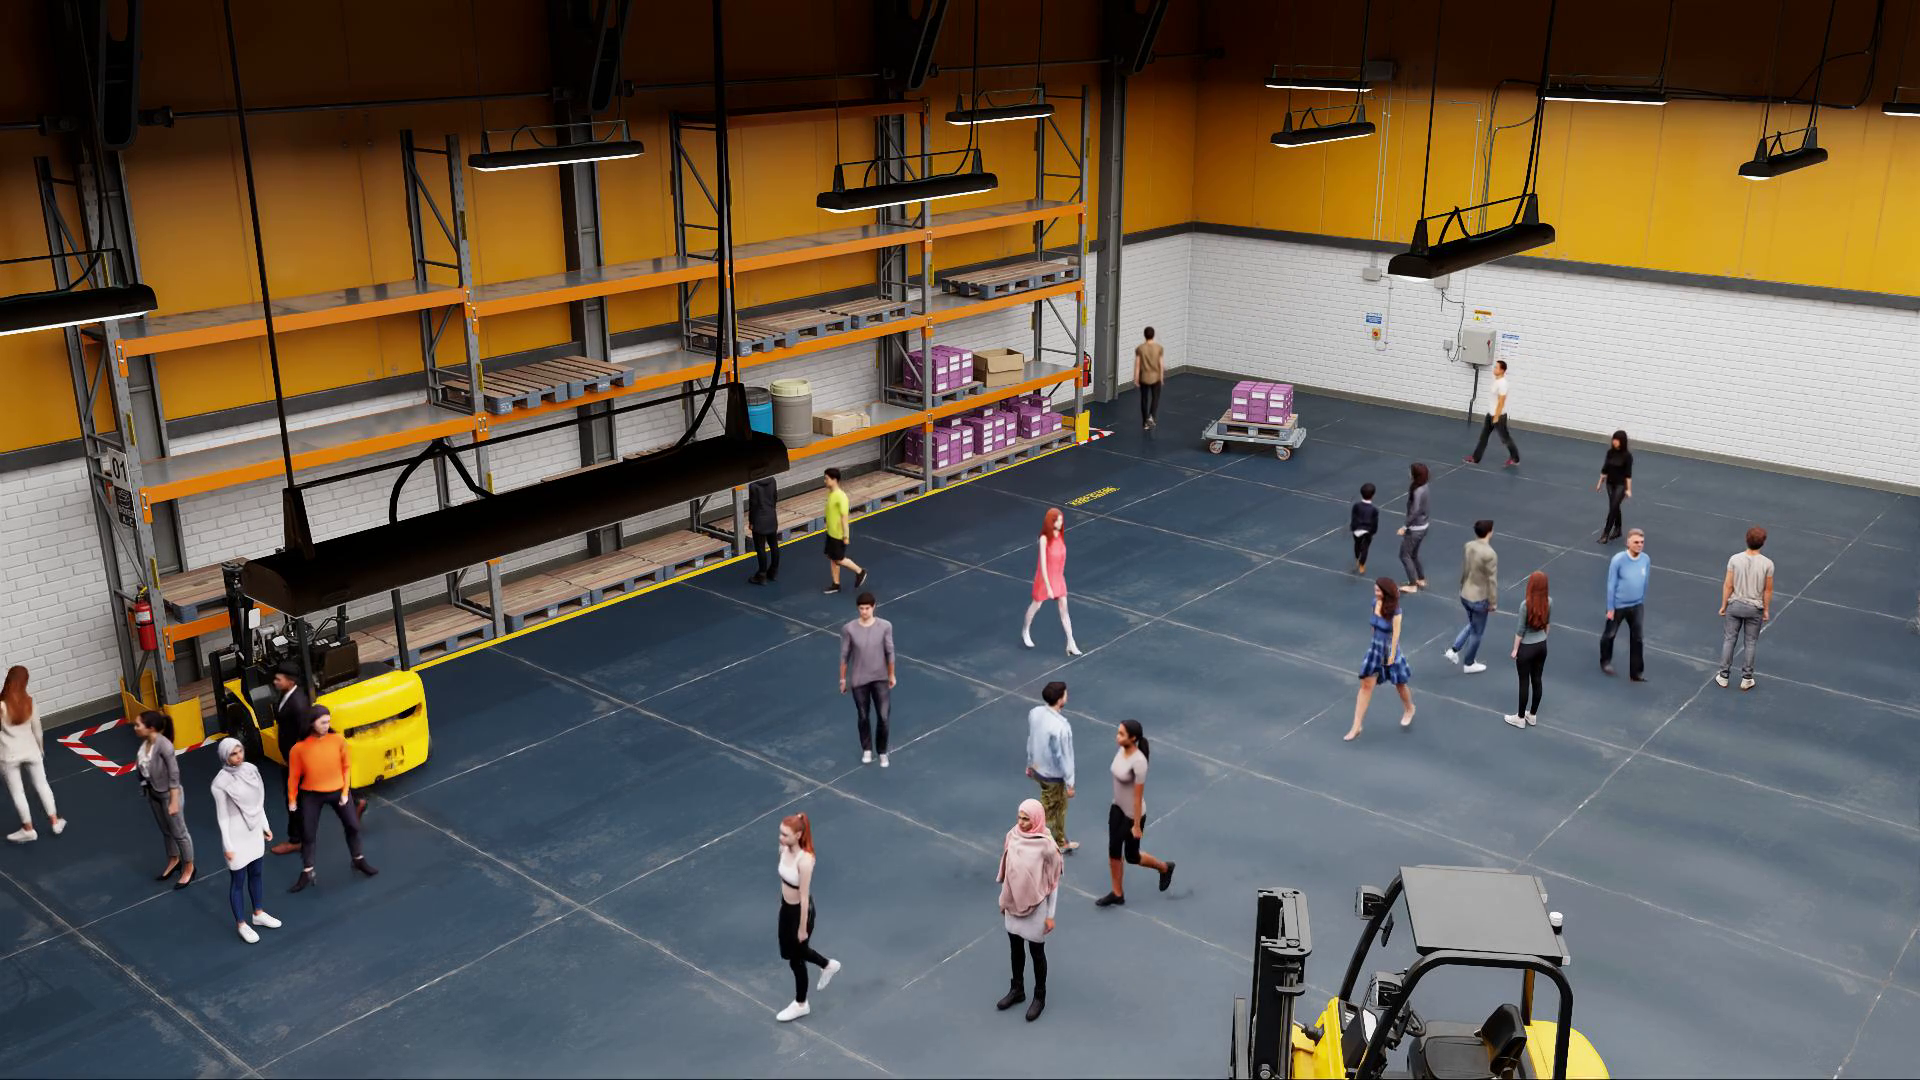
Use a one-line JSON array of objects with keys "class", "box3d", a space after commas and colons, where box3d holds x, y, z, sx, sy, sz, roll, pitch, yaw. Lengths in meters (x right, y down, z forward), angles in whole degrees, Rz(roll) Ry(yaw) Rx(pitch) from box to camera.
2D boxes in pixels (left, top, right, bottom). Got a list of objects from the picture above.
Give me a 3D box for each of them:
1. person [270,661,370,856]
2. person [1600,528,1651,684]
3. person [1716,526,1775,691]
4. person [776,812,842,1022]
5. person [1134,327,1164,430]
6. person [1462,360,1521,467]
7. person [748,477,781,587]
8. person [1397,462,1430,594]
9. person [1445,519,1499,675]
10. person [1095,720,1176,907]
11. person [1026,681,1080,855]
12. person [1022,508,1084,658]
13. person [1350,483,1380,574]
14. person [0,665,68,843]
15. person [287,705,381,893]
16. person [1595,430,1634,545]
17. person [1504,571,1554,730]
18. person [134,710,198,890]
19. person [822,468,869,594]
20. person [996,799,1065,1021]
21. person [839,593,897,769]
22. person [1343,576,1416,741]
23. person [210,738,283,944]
[{"class": "person", "box3d": [-5.929, 1.944, 15.200, 1.255, 1.859, 1.013, -9, 21, -26]}, {"class": "person", "box3d": [7.566, 0.697, 19.025, 1.083, 1.780, 1.135, -2, 19, -6]}, {"class": "person", "box3d": [8.813, 0.756, 18.667, 0.711, 1.898, 0.638, 9, 21, 25]}, {"class": "person", "box3d": [-1.161, 2.850, 12.710, 0.887, 1.732, 0.716, -12, 22, -32]}, {"class": "person", "box3d": [3.348, -2.841, 29.431, 0.878, 1.845, 0.954, 3, 19, 9]}, {"class": "person", "box3d": [8.874, -2.027, 27.150, 1.209, 1.758, 1.154, -1, 19, -4]}, {"class": "person", "box3d": [-2.581, -0.284, 21.939, 0.680, 1.781, 0.534, 17, 25, 40]}, {"class": "person", "box3d": [5.957, -0.136, 21.564, 0.802, 1.738, 0.662, 10, 21, 28]}, {"class": "person", "box3d": [5.828, 0.665, 19.003, 0.919, 1.855, 0.869, -6, 19, -17]}, {"class": "person", "box3d": [1.515, 2.343, 14.220, 1.046, 1.729, 0.868, -7, 20, -21]}, {"class": "person", "box3d": [0.731, 2.114, 14.796, 0.975, 1.794, 0.896, -8, 20, -22]}, {"class": "person", "box3d": [0.977, 0.501, 19.623, 1.128, 1.770, 0.775, -16, 24, -39]}, {"class": "person", "box3d": [5.436, -0.140, 22.419, 0.638, 1.201, 0.848, 8, 20, 22]}, {"class": "person", "box3d": [-8.690, 1.996, 15.317, 0.745, 1.685, 0.513, 7, 20, 20]}, {"class": "person", "box3d": [-5.614, 2.237, 14.530, 0.731, 1.732, 1.033, -5, 19, -14]}, {"class": "person", "box3d": [9.387, -0.767, 23.638, 0.956, 1.612, 0.745, -12, 22, -32]}, {"class": "person", "box3d": [6.084, 1.161, 17.706, 0.631, 1.743, 0.727, -7, 20, -19]}, {"class": "person", "box3d": [-6.961, 2.248, 14.582, 0.612, 1.677, 0.567, 14, 23, 35]}, {"class": "person", "box3d": [-1.529, -0.089, 21.613, 0.939, 1.618, 0.805, -9, 21, -26]}, {"class": "person", "box3d": [0.521, 2.806, 12.727, 0.647, 1.804, 0.604, 13, 22, 33]}, {"class": "person", "box3d": [-0.920, 1.373, 16.927, 0.861, 1.839, 0.911, -1, 19, -2]}, {"class": "person", "box3d": [4.517, 1.253, 17.431, 1.271, 1.746, 0.907, -12, 22, -31]}, {"class": "person", "box3d": [-5.957, 2.458, 13.806, 0.722, 1.775, 0.555, 9, 20, 24]}]
